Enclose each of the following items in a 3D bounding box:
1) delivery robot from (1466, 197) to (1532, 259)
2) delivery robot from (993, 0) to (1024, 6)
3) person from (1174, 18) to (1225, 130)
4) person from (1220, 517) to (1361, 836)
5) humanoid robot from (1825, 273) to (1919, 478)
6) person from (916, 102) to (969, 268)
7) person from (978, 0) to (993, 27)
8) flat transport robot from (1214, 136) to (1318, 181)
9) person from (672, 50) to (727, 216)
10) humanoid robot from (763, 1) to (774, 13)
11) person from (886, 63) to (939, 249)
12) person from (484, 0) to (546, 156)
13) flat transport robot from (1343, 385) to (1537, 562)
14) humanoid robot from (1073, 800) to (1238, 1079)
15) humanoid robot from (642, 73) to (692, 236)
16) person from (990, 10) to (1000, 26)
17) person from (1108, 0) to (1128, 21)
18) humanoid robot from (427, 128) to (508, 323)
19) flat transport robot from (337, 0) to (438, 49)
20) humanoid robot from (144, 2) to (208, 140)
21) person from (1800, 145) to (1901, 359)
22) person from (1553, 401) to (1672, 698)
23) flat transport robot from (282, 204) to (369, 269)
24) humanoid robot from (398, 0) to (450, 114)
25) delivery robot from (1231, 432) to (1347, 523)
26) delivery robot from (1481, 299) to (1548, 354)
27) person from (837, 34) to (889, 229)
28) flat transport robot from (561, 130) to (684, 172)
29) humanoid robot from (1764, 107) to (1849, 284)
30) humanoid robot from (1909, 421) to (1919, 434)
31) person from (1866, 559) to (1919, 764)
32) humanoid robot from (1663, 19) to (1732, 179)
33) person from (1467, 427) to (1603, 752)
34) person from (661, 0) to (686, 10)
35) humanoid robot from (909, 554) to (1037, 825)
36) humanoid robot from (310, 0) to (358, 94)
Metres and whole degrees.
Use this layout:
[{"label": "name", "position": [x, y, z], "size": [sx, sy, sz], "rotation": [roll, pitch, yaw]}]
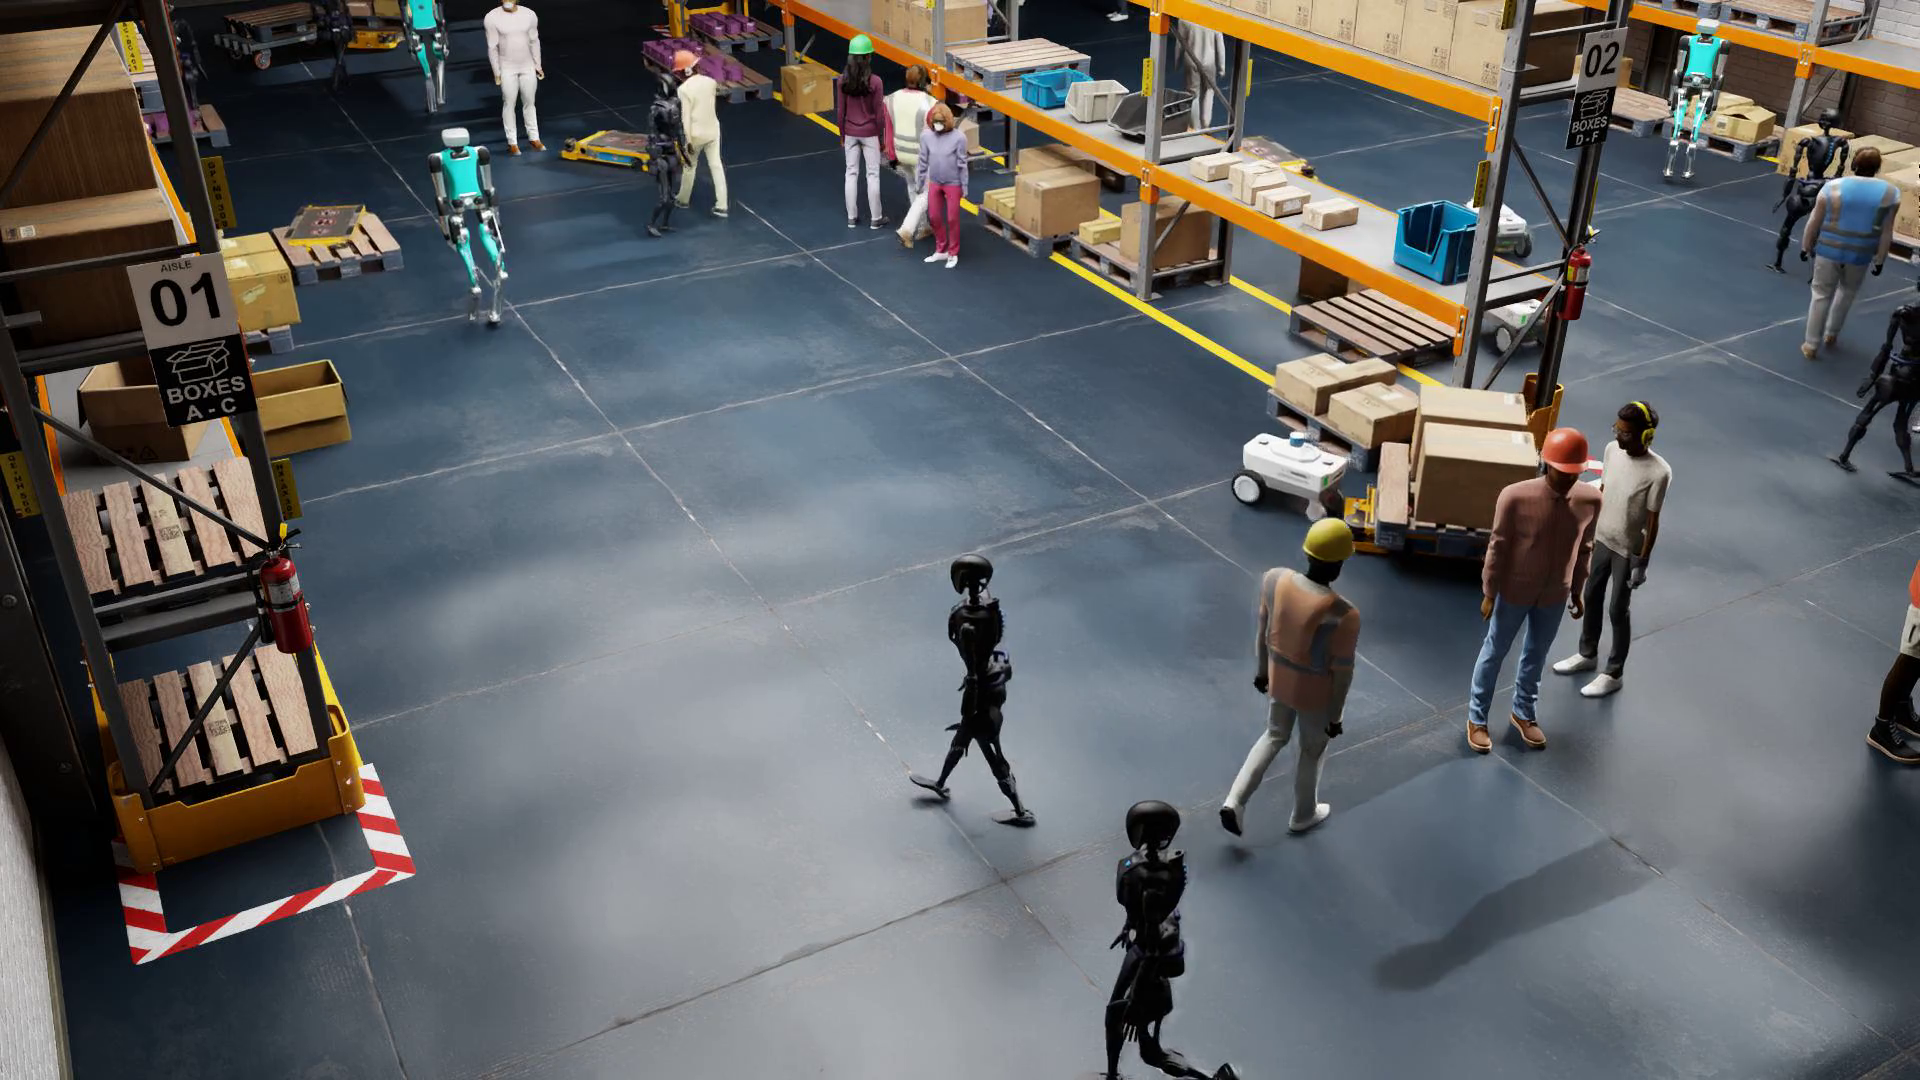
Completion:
[{"label": "delivery robot", "position": [5.317, -3.122, 16.545], "size": [0.499, 0.583, 0.774], "rotation": [-6, 30, -10]}, {"label": "delivery robot", "position": [0.624, -8.734, 26.314], "size": [0.767, 0.581, 0.499], "rotation": [-8, 31, -14]}, {"label": "person", "position": [2.835, -5.667, 19.675], "size": [0.604, 1.863, 0.538], "rotation": [1, 30, 2]}, {"label": "person", "position": [1.702, 0.754, 8.454], "size": [0.650, 1.912, 0.587], "rotation": [-24, 38, -35]}, {"label": "humanoid robot", "position": [6.920, -1.217, 12.160], "size": [0.600, 1.640, 0.612], "rotation": [-8, 31, -14]}, {"label": "person", "position": [-0.161, -3.413, 15.997], "size": [0.515, 1.617, 0.332], "rotation": [12, 32, 20]}, {"label": "person", "position": [0.130, -6.798, 21.601], "size": [0.650, 1.905, 0.406], "rotation": [-17, 34, -27]}, {"label": "flat transport robot", "position": [3.431, -4.300, 18.895], "size": [0.659, 0.231, 1.431], "rotation": [-9, 31, -16]}, {"label": "person", "position": [-2.773, -4.261, 17.387], "size": [0.821, 1.690, 0.582], "rotation": [22, 37, 33]}, {"label": "humanoid robot", "position": [-3.204, -8.878, 25.449], "size": [1.025, 1.769, 0.538], "rotation": [-5, 30, -9]}, {"label": "person", "position": [-0.440, -3.796, 16.464], "size": [0.636, 1.816, 0.750], "rotation": [21, 36, 32]}, {"label": "person", "position": [-5.114, -5.442, 19.214], "size": [0.627, 1.936, 0.377], "rotation": [-18, 34, -28]}, {"label": "flat transport robot", "position": [3.397, -0.084, 11.556], "size": [1.431, 0.231, 0.659], "rotation": [7, 31, 12]}, {"label": "humanoid robot", "position": [0.852, 1.744, 6.980], "size": [0.659, 1.626, 0.589], "rotation": [0, 30, 0]}, {"label": "humanoid robot", "position": [-2.989, -3.891, 16.779], "size": [0.390, 1.645, 0.591], "rotation": [14, 33, 23]}, {"label": "person", "position": [0.186, -8.468, 24.716], "size": [0.793, 1.707, 0.746], "rotation": [7, 31, 11]}, {"label": "person", "position": [2.426, -8.833, 25.219], "size": [0.360, 1.835, 0.541], "rotation": [4, 30, 7]}, {"label": "humanoid robot", "position": [-4.236, -2.657, 14.585], "size": [0.539, 1.796, 0.818], "rotation": [-15, 33, -24]}, {"label": "flat transport robot", "position": [-8.399, -7.465, 24.404], "size": [0.659, 0.231, 1.431], "rotation": [3, 30, 5]}, {"label": "humanoid robot", "position": [-9.346, -5.646, 19.855], "size": [0.601, 1.626, 0.758], "rotation": [-16, 33, -25]}, {"label": "person", "position": [7.510, -2.473, 14.159], "size": [0.657, 1.816, 0.721], "rotation": [11, 32, 18]}, {"label": "person", "position": [3.840, 0.046, 9.742], "size": [0.338, 1.855, 0.523], "rotation": [-12, 32, -19]}, {"label": "flat transport robot", "position": [-6.396, -3.074, 16.760], "size": [0.659, 0.231, 1.431], "rotation": [-5, 30, -8]}, {"label": "humanoid robot", "position": [-6.619, -6.175, 20.677], "size": [0.541, 1.725, 0.977], "rotation": [-9, 31, -15]}, {"label": "delivery robot", "position": [2.387, -0.491, 11.983], "size": [0.801, 0.600, 0.499], "rotation": [22, 36, 33]}, {"label": "delivery robot", "position": [4.849, -1.988, 14.566], "size": [0.499, 0.577, 0.769], "rotation": [-10, 31, -17]}, {"label": "person", "position": [-1.000, -4.138, 16.928], "size": [0.492, 1.948, 0.423], "rotation": [8, 31, 13]}, {"label": "flat transport robot", "position": [-3.836, -4.503, 19.249], "size": [1.431, 0.231, 0.659], "rotation": [13, 32, 22]}, {"label": "humanoid robot", "position": [8.049, -3.241, 15.674], "size": [0.610, 1.634, 0.720], "rotation": [-4, 30, -7]}, {"label": "humanoid robot", "position": [7.674, -1.506, 12.589], "size": [1.013, 1.748, 0.531], "rotation": [0, 30, 0]}, {"label": "person", "position": [5.451, 0.307, 9.177], "size": [0.601, 1.961, 0.371], "rotation": [-25, 38, -36]}, {"label": "humanoid robot", "position": [7.942, -4.745, 18.061], "size": [0.533, 1.677, 0.735], "rotation": [14, 33, 23]}, {"label": "person", "position": [3.176, 0.278, 9.194], "size": [0.608, 1.995, 0.378], "rotation": [-3, 30, -5]}, {"label": "person", "position": [-4.558, -9.173, 25.921], "size": [0.567, 1.714, 0.337], "rotation": [-8, 31, -14]}, {"label": "humanoid robot", "position": [0.053, 0.800, 8.630], "size": [0.725, 1.637, 0.603], "rotation": [5, 30, 8]}, {"label": "humanoid robot", "position": [-8.196, -6.681, 21.678], "size": [0.601, 1.633, 0.777], "rotation": [7, 31, 12]}]
